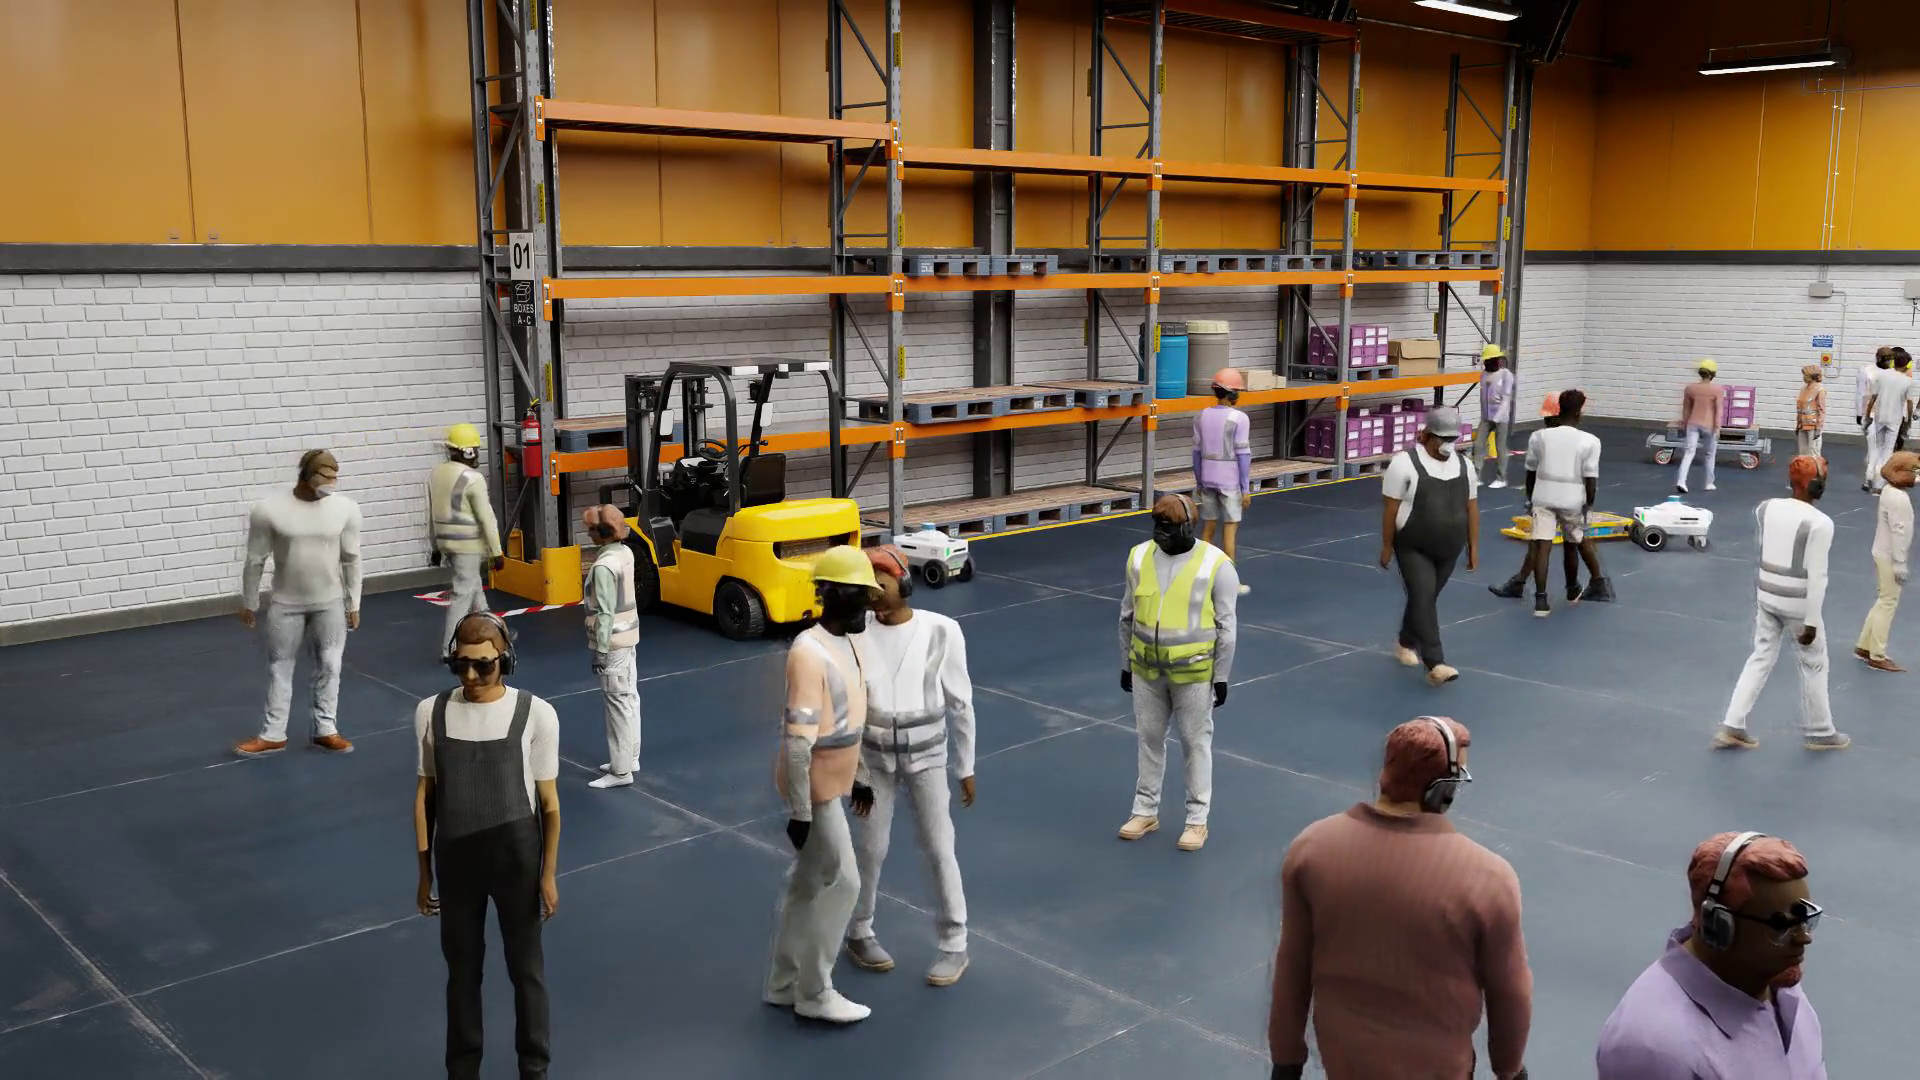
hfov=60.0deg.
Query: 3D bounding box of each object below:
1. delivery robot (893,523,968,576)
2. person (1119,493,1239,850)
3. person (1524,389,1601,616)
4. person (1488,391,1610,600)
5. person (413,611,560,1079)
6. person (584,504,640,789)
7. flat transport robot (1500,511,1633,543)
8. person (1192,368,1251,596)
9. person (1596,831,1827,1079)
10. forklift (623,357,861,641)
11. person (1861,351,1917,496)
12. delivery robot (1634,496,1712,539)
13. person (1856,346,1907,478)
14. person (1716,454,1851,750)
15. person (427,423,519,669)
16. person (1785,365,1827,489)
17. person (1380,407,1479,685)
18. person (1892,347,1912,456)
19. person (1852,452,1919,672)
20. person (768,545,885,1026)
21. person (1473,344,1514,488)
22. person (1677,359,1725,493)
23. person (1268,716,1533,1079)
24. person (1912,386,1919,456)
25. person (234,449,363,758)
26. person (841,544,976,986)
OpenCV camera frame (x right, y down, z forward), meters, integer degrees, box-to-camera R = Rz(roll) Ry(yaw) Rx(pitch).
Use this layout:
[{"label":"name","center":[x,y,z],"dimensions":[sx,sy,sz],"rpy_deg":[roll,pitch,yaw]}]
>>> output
[{"label":"delivery robot","center":[-0.278,0.084,15.454],"dimensions":[0.707,0.478,0.477],"rpy_deg":[8,12,38]},{"label":"person","center":[1.095,0.670,8.547],"dimensions":[0.627,1.840,0.429],"rpy_deg":[6,11,32]},{"label":"person","center":[5.123,-0.332,14.196],"dimensions":[0.628,1.913,0.999],"rpy_deg":[5,11,29]},{"label":"person","center":[5.263,-0.379,14.608],"dimensions":[1.029,1.870,0.552],"rpy_deg":[3,10,15]},{"label":"person","center":[-1.630,1.144,5.757],"dimensions":[0.508,1.845,0.345],"rpy_deg":[0,10,-2]},{"label":"person","center":[-1.988,0.601,9.539],"dimensions":[0.308,1.638,0.511],"rpy_deg":[0,10,2]},{"label":"flat transport robot","center":[6.617,-0.142,17.885],"dimensions":[1.431,0.197,0.652],"rpy_deg":[-3,10,-19]},{"label":"person","center":[2.371,-0.519,14.914],"dimensions":[0.391,2.041,0.615],"rpy_deg":[-8,13,-40]},{"label":"person","center":[1.554,1.513,3.413],"dimensions":[0.653,1.906,0.405],"rpy_deg":[-9,13,-42]},{"label":"forklift","center":[-1.847,-0.414,13.852],"dimensions":[1.214,2.155,2.313],"rpy_deg":[-9,13,-42]},{"label":"person","center":[11.784,-1.471,21.102],"dimensions":[0.504,1.830,0.571],"rpy_deg":[-8,12,-38]},{"label":"delivery robot","center":[7.377,-0.216,17.216],"dimensions":[0.707,0.478,0.477],"rpy_deg":[2,10,8]},{"label":"person","center":[12.662,-1.764,22.914],"dimensions":[0.646,1.812,0.850],"rpy_deg":[1,10,4]},{"label":"person","center":[5.078,0.386,10.174],"dimensions":[0.764,1.864,0.586],"rpy_deg":[-4,10,-20]},{"label":"person","center":[-3.601,0.025,12.450],"dimensions":[0.610,1.793,0.846],"rpy_deg":[8,13,40]},{"label":"person","center":[10.953,-1.433,21.444],"dimensions":[0.318,1.639,0.515],"rpy_deg":[-1,10,-3]},{"label":"person","center":[3.415,-0.016,11.971],"dimensions":[0.692,2.000,1.064],"rpy_deg":[-3,10,-15]},{"label":"person","center":[13.916,-2.024,24.748],"dimensions":[0.533,1.692,0.319],"rpy_deg":[-7,12,-35]},{"label":"person","center":[6.825,0.156,12.238],"dimensions":[0.347,1.624,0.550],"rpy_deg":[4,11,23]},{"label":"person","center":[-0.541,0.968,6.650],"dimensions":[0.521,1.890,0.625],"rpy_deg":[1,10,5]},{"label":"person","center":[6.876,-1.585,21.611],"dimensions":[0.824,1.885,0.582],"rpy_deg":[-6,11,-30]},{"label":"person","center":[9.502,-1.461,21.352],"dimensions":[0.882,1.728,0.532],"rpy_deg":[-9,14,-44]},{"label":"person","center":[1.161,1.375,4.452],"dimensions":[0.638,1.842,1.072],"rpy_deg":[9,13,41]},{"label":"person","center":[13.561,-1.863,23.285],"dimensions":[0.526,1.871,0.324],"rpy_deg":[-4,11,-24]},{"label":"person","center":[-4.001,0.392,10.026],"dimensions":[0.798,1.895,0.440],"rpy_deg":[-5,11,-25]},{"label":"person","center":[-0.252,0.927,6.989],"dimensions":[0.652,1.868,0.382],"rpy_deg":[1,10,7]}]
